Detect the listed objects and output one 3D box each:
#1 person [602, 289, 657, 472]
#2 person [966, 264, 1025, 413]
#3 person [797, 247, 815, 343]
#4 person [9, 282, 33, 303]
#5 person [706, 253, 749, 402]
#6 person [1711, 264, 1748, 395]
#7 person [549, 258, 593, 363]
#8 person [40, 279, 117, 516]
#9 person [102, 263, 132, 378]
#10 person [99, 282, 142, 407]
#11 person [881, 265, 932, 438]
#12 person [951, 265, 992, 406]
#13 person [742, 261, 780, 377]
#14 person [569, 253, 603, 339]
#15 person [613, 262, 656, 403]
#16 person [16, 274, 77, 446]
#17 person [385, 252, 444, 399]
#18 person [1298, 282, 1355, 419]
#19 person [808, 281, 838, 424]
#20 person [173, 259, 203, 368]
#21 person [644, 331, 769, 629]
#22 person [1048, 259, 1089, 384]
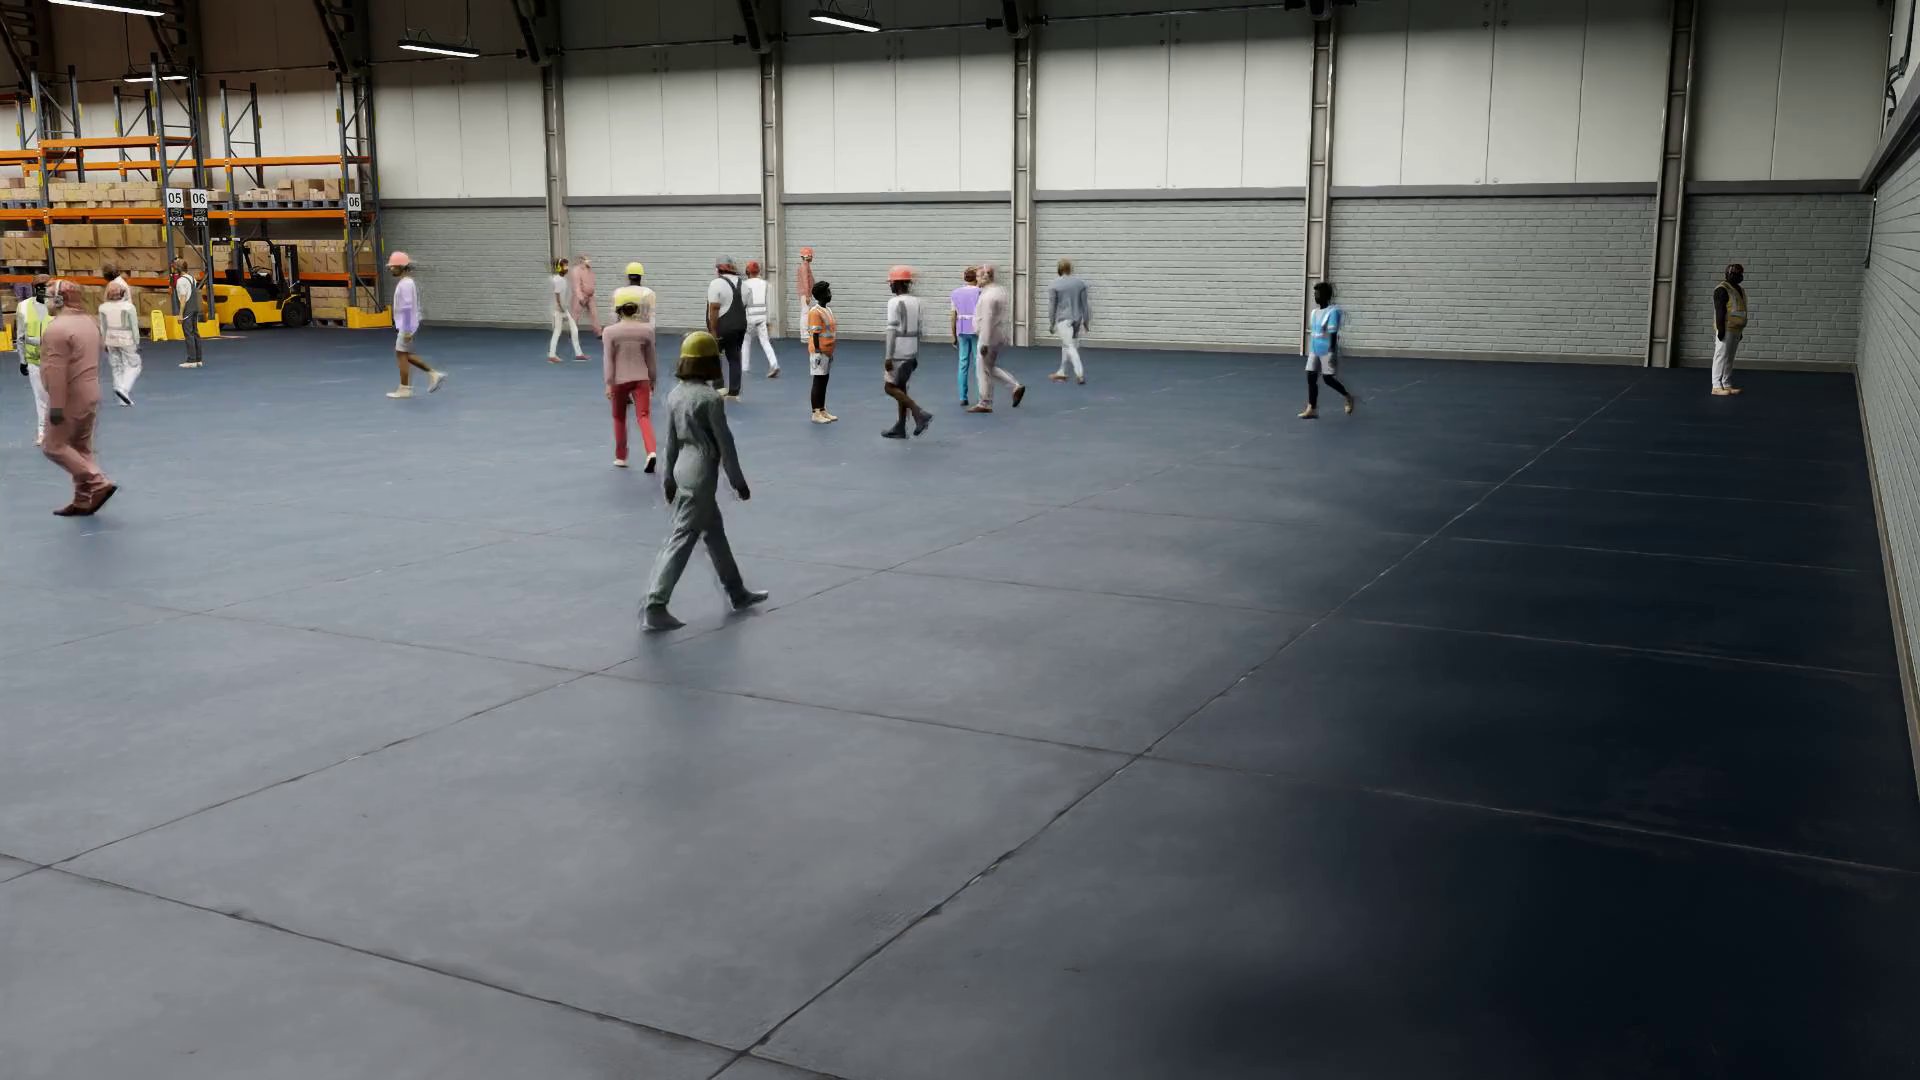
[{"bbox_3d":[-3.123,-1.517,15.859,0.531,1.737,0.840,-5,12,-27],"label":"person"},{"bbox_3d":[0.438,-2.534,21.010,0.651,1.885,0.652,2,11,9],"label":"person"},{"bbox_3d":[-3.219,-5.141,34.896,0.374,1.997,0.614,-2,11,-9],"label":"person"},{"bbox_3d":[-25.294,-6.919,44.841,0.651,1.906,0.403,-10,14,-43],"label":"person"},{"bbox_3d":[-3.154,-2.872,22.406,0.543,2.000,0.701,8,13,38],"label":"person"},{"bbox_3d":[10.871,-2.968,23.474,0.627,1.844,0.429,-9,14,-40],"label":"person"},{"bbox_3d":[-6.896,-4.029,29.287,0.885,1.830,0.527,1,10,8],"label":"person"},{"bbox_3d":[-7.033,-1.112,13.196,0.462,1.895,0.665,-1,10,-4],"label":"person"},{"bbox_3d":[-13.231,-3.445,26.170,0.433,1.812,0.725,-4,11,-22],"label":"person"},{"bbox_3d":[-10.972,-2.549,21.749,0.540,1.624,0.389,1,10,6],"label":"person"},{"bbox_3d":[-0.591,-2.053,18.264,0.587,1.923,0.574,6,12,28],"label":"person"},{"bbox_3d":[0.150,-2.683,21.901,0.564,1.847,0.395,4,11,22],"label":"person"},{"bbox_3d":[-3.204,-3.498,26.367,0.589,1.851,0.948,-9,14,-41],"label":"person"},{"bbox_3d":[-8.085,-5.246,35.883,1.013,1.851,0.664,5,12,27],"label":"person"},{"bbox_3d":[-4.391,-2.795,22.408,0.598,1.892,0.953,1,10,3],"label":"person"},{"bbox_3d":[-9.727,-1.918,17.785,0.632,1.838,0.430,-2,11,-9],"label":"person"},{"bbox_3d":[-7.564,-2.948,22.889,0.678,2.026,0.609,-3,11,-16],"label":"person"},{"bbox_3d":[4.502,-2.314,20.351,0.650,1.673,0.539,-5,12,-27],"label":"person"},{"bbox_3d":[-1.644,-2.249,19.934,0.315,1.700,0.541,2,11,13],"label":"person"},{"bbox_3d":[-13.136,-3.845,28.264,0.344,1.839,0.505,0,10,2],"label":"person"},{"bbox_3d":[-1.493,-0.352,9.615,0.915,1.694,0.490,-8,13,-36],"label":"person"},{"bbox_3d":[1.683,-3.314,25.261,0.631,1.899,0.939,-7,12,-33],"label":"person"}]
